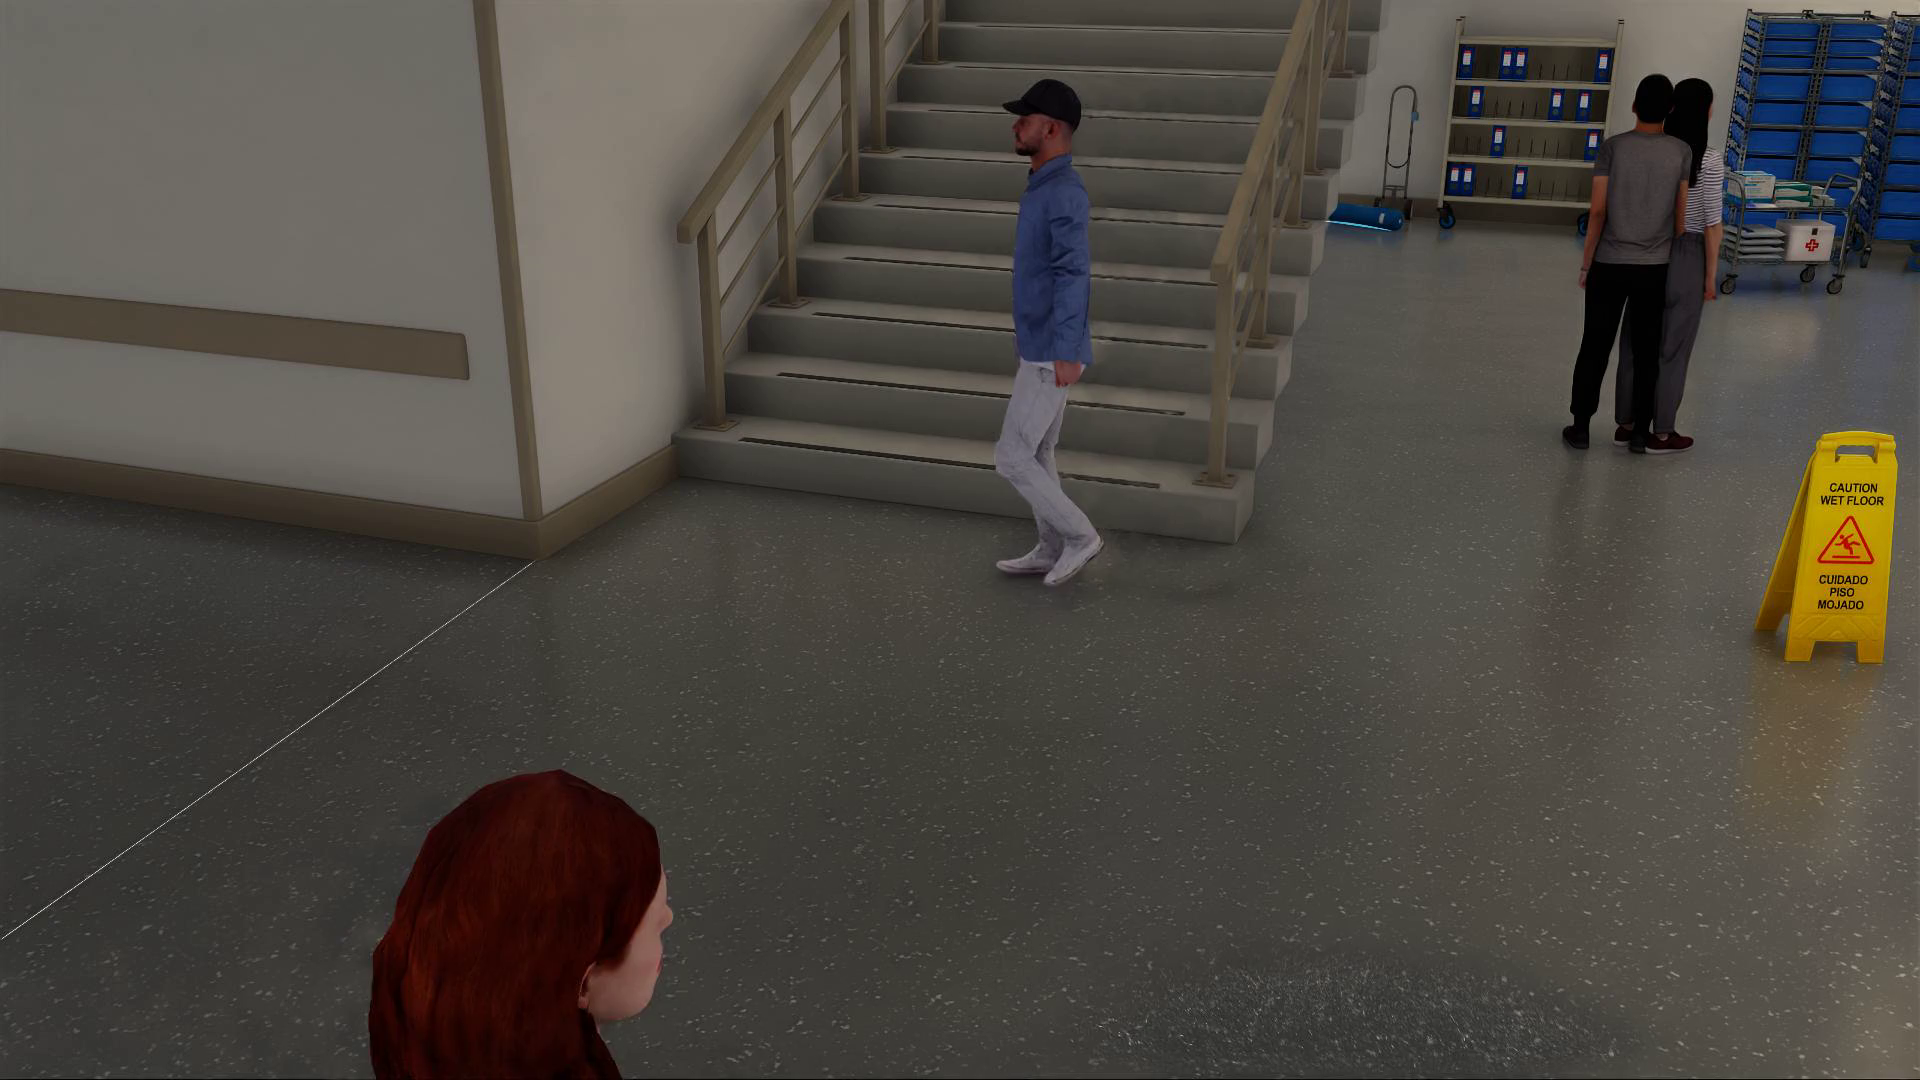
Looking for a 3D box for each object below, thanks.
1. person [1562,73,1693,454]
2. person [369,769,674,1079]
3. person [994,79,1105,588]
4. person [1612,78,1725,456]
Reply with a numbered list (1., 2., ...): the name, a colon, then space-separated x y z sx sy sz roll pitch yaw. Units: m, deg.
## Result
1. person: 3.148 -1.285 7.789 0.614 1.753 0.551 6 22 15
2. person: -0.448 1.066 1.587 0.766 1.750 0.885 19 28 40
3. person: 0.408 -0.726 6.138 0.818 1.877 0.711 0 21 0
4. person: 3.312 -1.268 7.773 0.708 1.733 0.680 -13 25 -31
